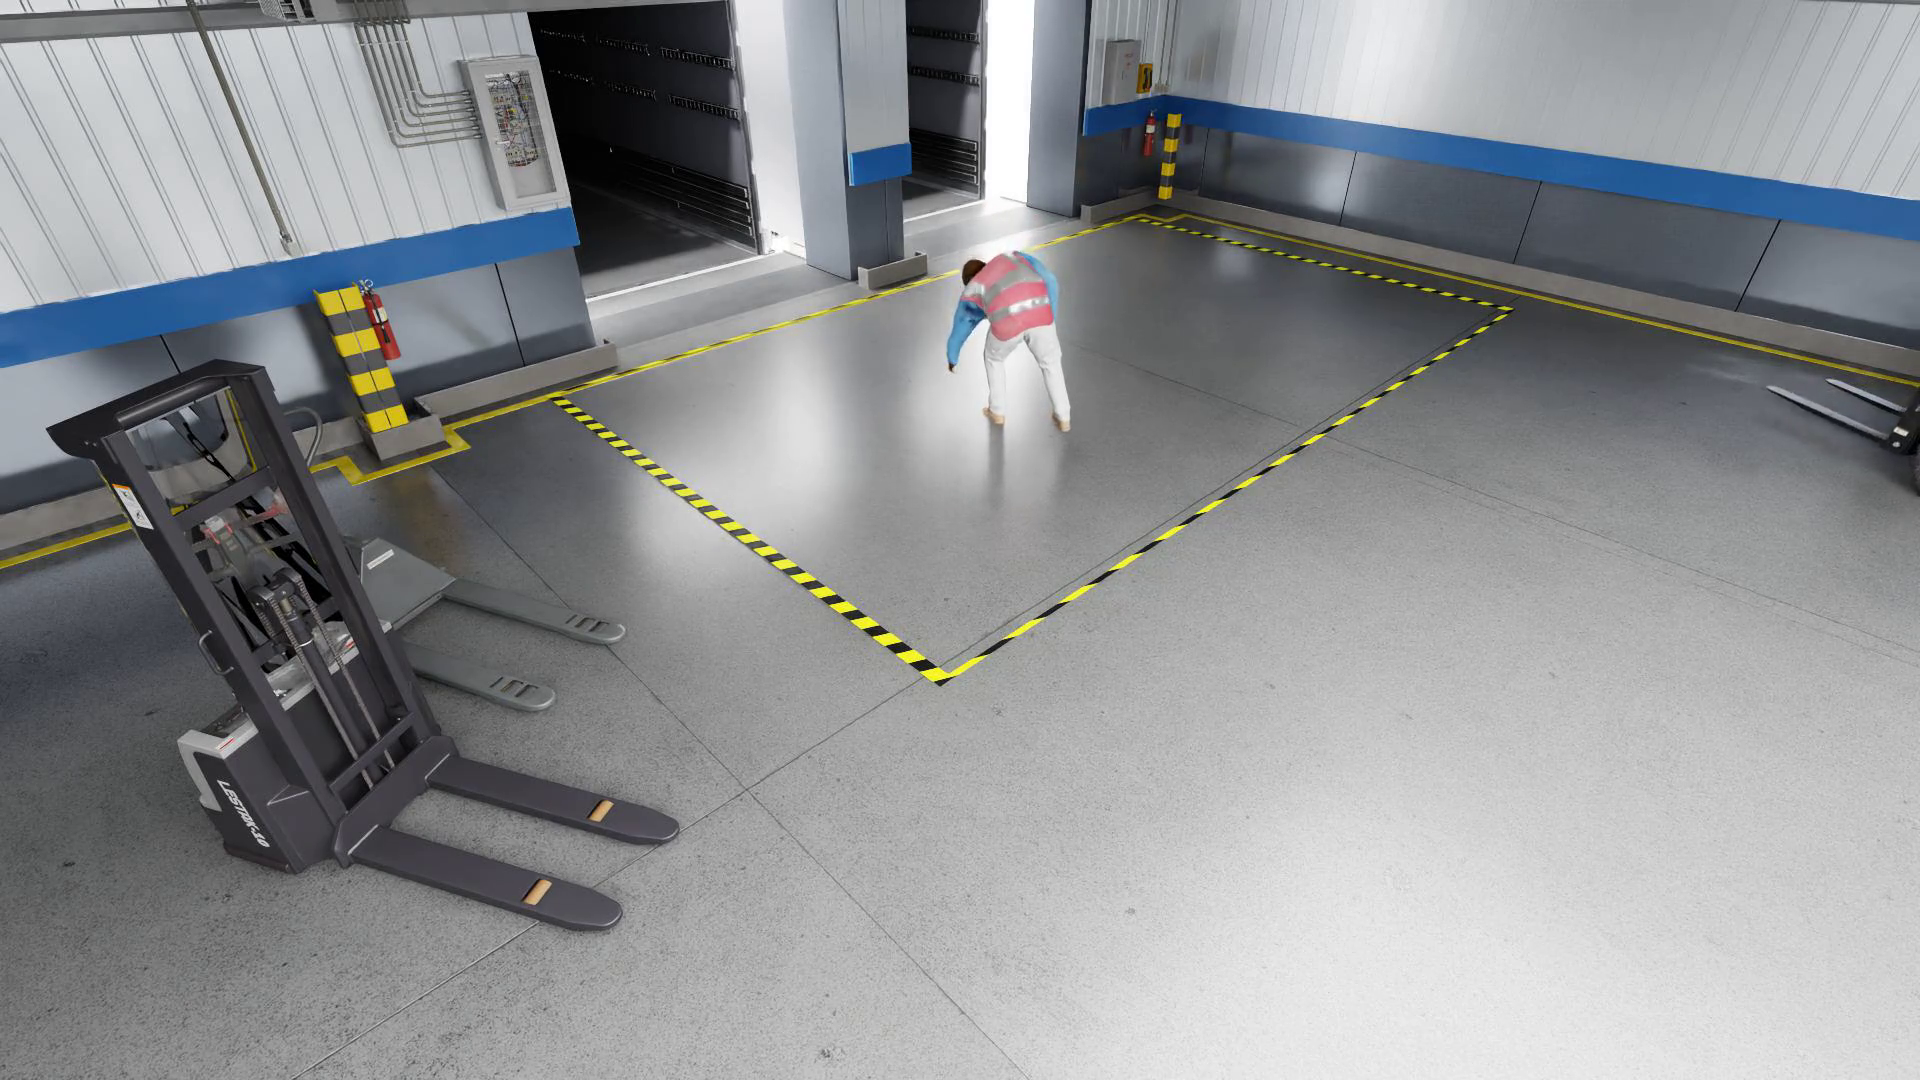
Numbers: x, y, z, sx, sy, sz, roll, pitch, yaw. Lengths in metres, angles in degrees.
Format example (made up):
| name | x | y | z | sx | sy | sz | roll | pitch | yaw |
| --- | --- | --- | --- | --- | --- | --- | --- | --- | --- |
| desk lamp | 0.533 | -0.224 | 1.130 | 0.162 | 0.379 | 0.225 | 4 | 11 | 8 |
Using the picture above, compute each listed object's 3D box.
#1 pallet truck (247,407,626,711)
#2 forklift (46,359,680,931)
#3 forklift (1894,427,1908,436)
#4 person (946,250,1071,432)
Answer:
| name | x | y | z | sx | sy | sz | roll | pitch | yaw |
| --- | --- | --- | --- | --- | --- | --- | --- | --- | --- |
| pallet truck | -2.628 | 0.038 | 4.590 | 1.601 | 1.201 | 0.680 | 12 | 36 | 18 |
| forklift | -2.135 | 0.422 | 3.354 | 1.885 | 1.965 | 0.823 | 10 | 35 | 14 |
| forklift | 7.216 | -0.784 | 4.812 | 1.157 | 2.036 | 2.680 | -7 | 35 | -10 |
| person | 0.370 | -1.496 | 6.854 | 0.978 | 1.276 | 0.848 | 2 | 34 | 4 |
